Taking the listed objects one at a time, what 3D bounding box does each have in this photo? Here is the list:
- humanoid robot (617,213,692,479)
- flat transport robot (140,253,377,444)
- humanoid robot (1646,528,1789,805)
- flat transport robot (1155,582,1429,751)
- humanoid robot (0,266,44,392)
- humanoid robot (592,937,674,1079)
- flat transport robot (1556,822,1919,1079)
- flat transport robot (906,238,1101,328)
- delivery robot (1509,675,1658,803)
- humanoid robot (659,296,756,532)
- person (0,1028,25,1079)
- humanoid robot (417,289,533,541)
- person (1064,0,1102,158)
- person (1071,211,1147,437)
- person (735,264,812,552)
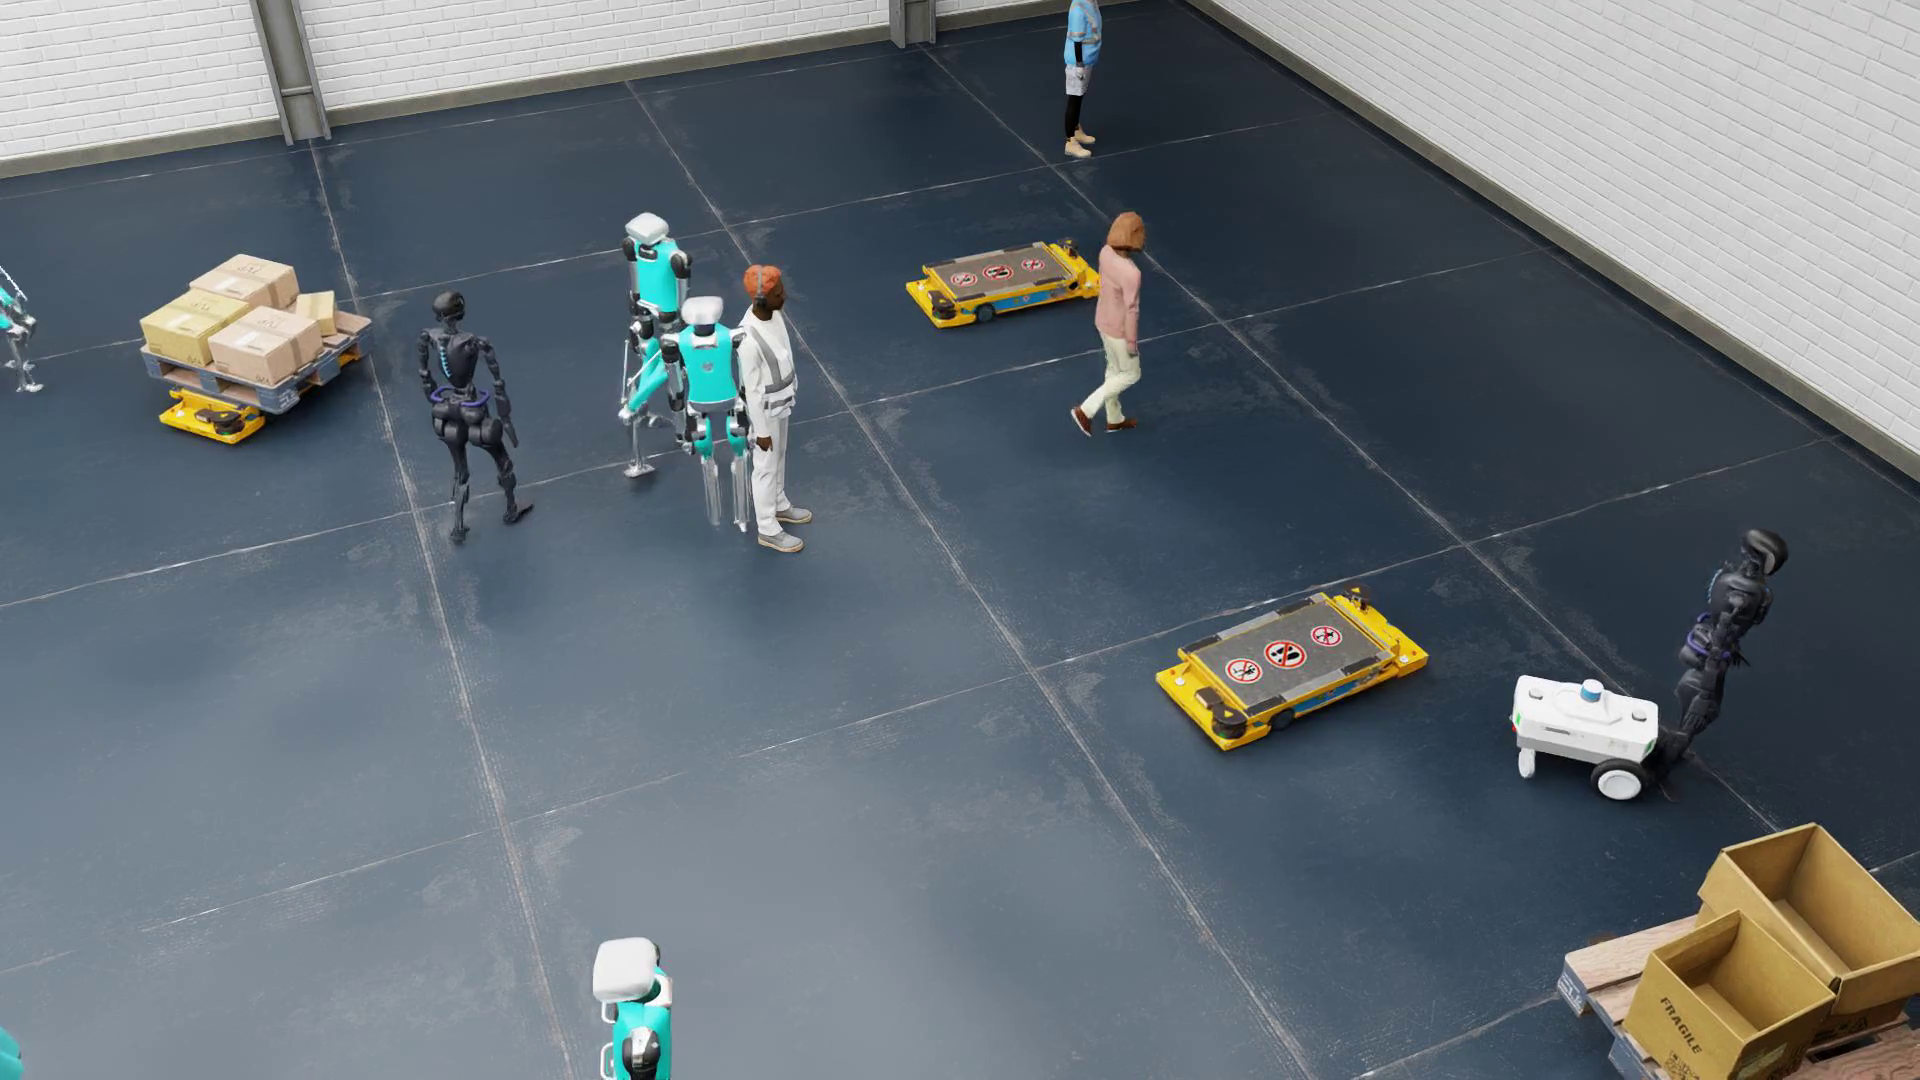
[{"bbox_3d":[-2.040,-1.153,10.606,0.549,1.766,1.026,24,44,28],"label":"humanoid robot"},{"bbox_3d":[-4.903,-1.175,11.803,0.659,0.231,1.431,16,40,19],"label":"flat transport robot"},{"bbox_3d":[3.768,0.620,8.309,0.311,1.650,0.608,23,43,27],"label":"humanoid robot"},{"bbox_3d":[1.878,0.693,9.371,1.431,0.231,0.659,-19,41,-23],"label":"flat transport robot"},{"bbox_3d":[-6.722,-1.845,11.488,0.813,1.787,0.531,6,38,8],"label":"humanoid robot"},{"bbox_3d":[-1.392,2.225,6.261,0.781,1.892,0.546,-5,38,-7],"label":"humanoid robot"},{"bbox_3d":[3.408,2.274,7.314,0.659,0.231,1.431,-12,39,-15],"label":"flat transport robot"},{"bbox_3d":[0.364,-1.992,12.867,1.431,0.231,0.659,-14,40,-18],"label":"flat transport robot"},{"bbox_3d":[3.275,0.992,8.739,0.740,0.585,0.523,12,39,15],"label":"delivery robot"},{"bbox_3d":[-1.474,-0.751,10.094,0.536,1.843,0.725,-5,38,-6],"label":"humanoid robot"},{"bbox_3d":[-3.801,2.084,6.221,0.577,1.905,0.555,-27,45,-30],"label":"person"},{"bbox_3d":[-3.005,-0.734,10.097,0.595,1.668,0.546,10,39,13],"label":"humanoid robot"},{"bbox_3d":[1.077,-4.222,14.599,0.319,1.692,0.531,8,38,10],"label":"person"},{"bbox_3d":[0.989,-1.389,10.970,0.477,1.614,0.504,-14,40,-18],"label":"person"},{"bbox_3d":[-1.131,-0.796,9.985,0.353,1.883,0.578,5,38,7],"label":"person"}]
